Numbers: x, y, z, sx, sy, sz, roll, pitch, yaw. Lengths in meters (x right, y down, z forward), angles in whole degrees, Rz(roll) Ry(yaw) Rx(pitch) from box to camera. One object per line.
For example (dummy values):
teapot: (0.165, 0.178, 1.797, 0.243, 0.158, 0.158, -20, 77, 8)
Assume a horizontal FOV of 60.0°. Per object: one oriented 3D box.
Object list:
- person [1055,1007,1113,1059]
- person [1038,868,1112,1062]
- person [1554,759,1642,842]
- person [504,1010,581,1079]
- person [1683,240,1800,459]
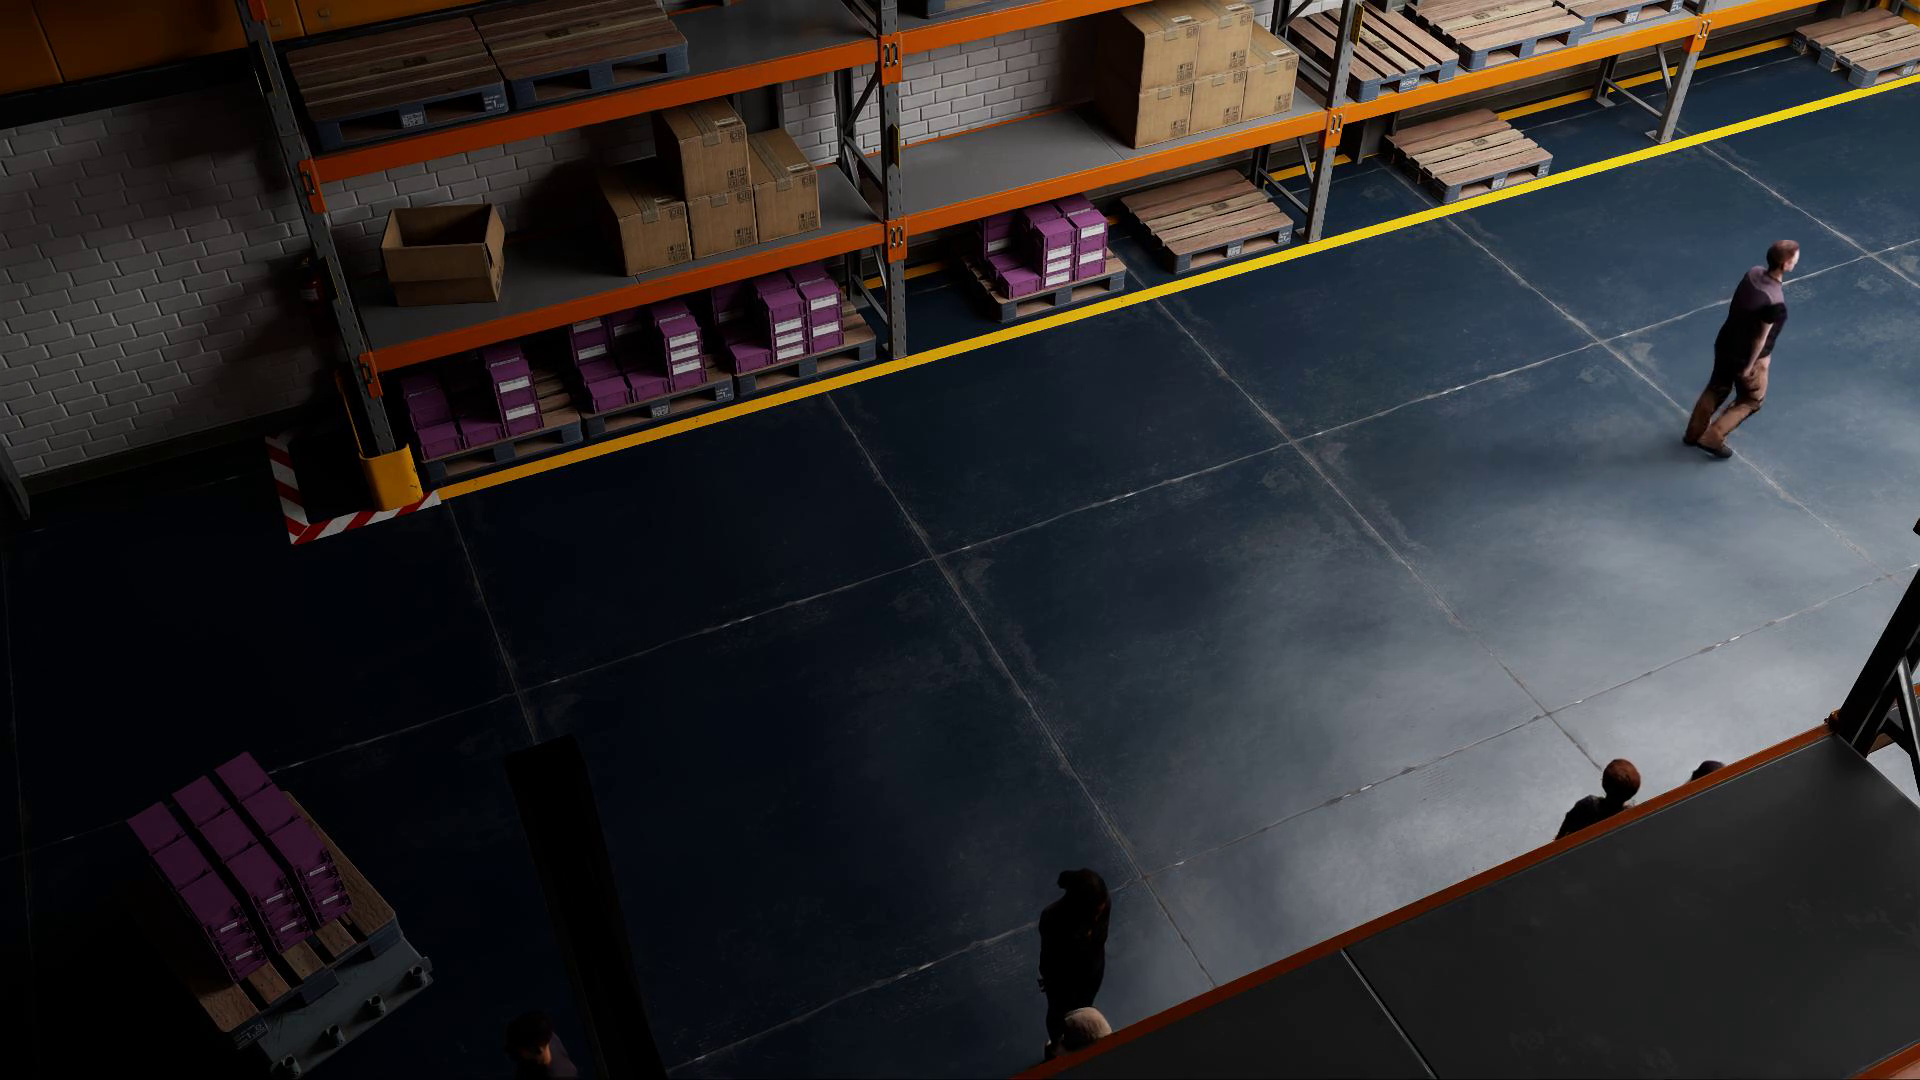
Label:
person: (0.678, 2.672, 7.912, 0.929, 1.691, 1.179, 26, 49, 25)
person: (0.572, 2.172, 8.459, 0.594, 1.661, 0.662, 0, 44, 0)
person: (3.432, 1.765, 9.052, 0.813, 1.432, 0.883, 17, 46, 17)
person: (-1.882, 2.717, 7.812, 0.604, 1.764, 0.676, -26, 49, -25)
person: (5.593, -1.385, 12.077, 0.750, 1.821, 0.765, -3, 44, -3)
